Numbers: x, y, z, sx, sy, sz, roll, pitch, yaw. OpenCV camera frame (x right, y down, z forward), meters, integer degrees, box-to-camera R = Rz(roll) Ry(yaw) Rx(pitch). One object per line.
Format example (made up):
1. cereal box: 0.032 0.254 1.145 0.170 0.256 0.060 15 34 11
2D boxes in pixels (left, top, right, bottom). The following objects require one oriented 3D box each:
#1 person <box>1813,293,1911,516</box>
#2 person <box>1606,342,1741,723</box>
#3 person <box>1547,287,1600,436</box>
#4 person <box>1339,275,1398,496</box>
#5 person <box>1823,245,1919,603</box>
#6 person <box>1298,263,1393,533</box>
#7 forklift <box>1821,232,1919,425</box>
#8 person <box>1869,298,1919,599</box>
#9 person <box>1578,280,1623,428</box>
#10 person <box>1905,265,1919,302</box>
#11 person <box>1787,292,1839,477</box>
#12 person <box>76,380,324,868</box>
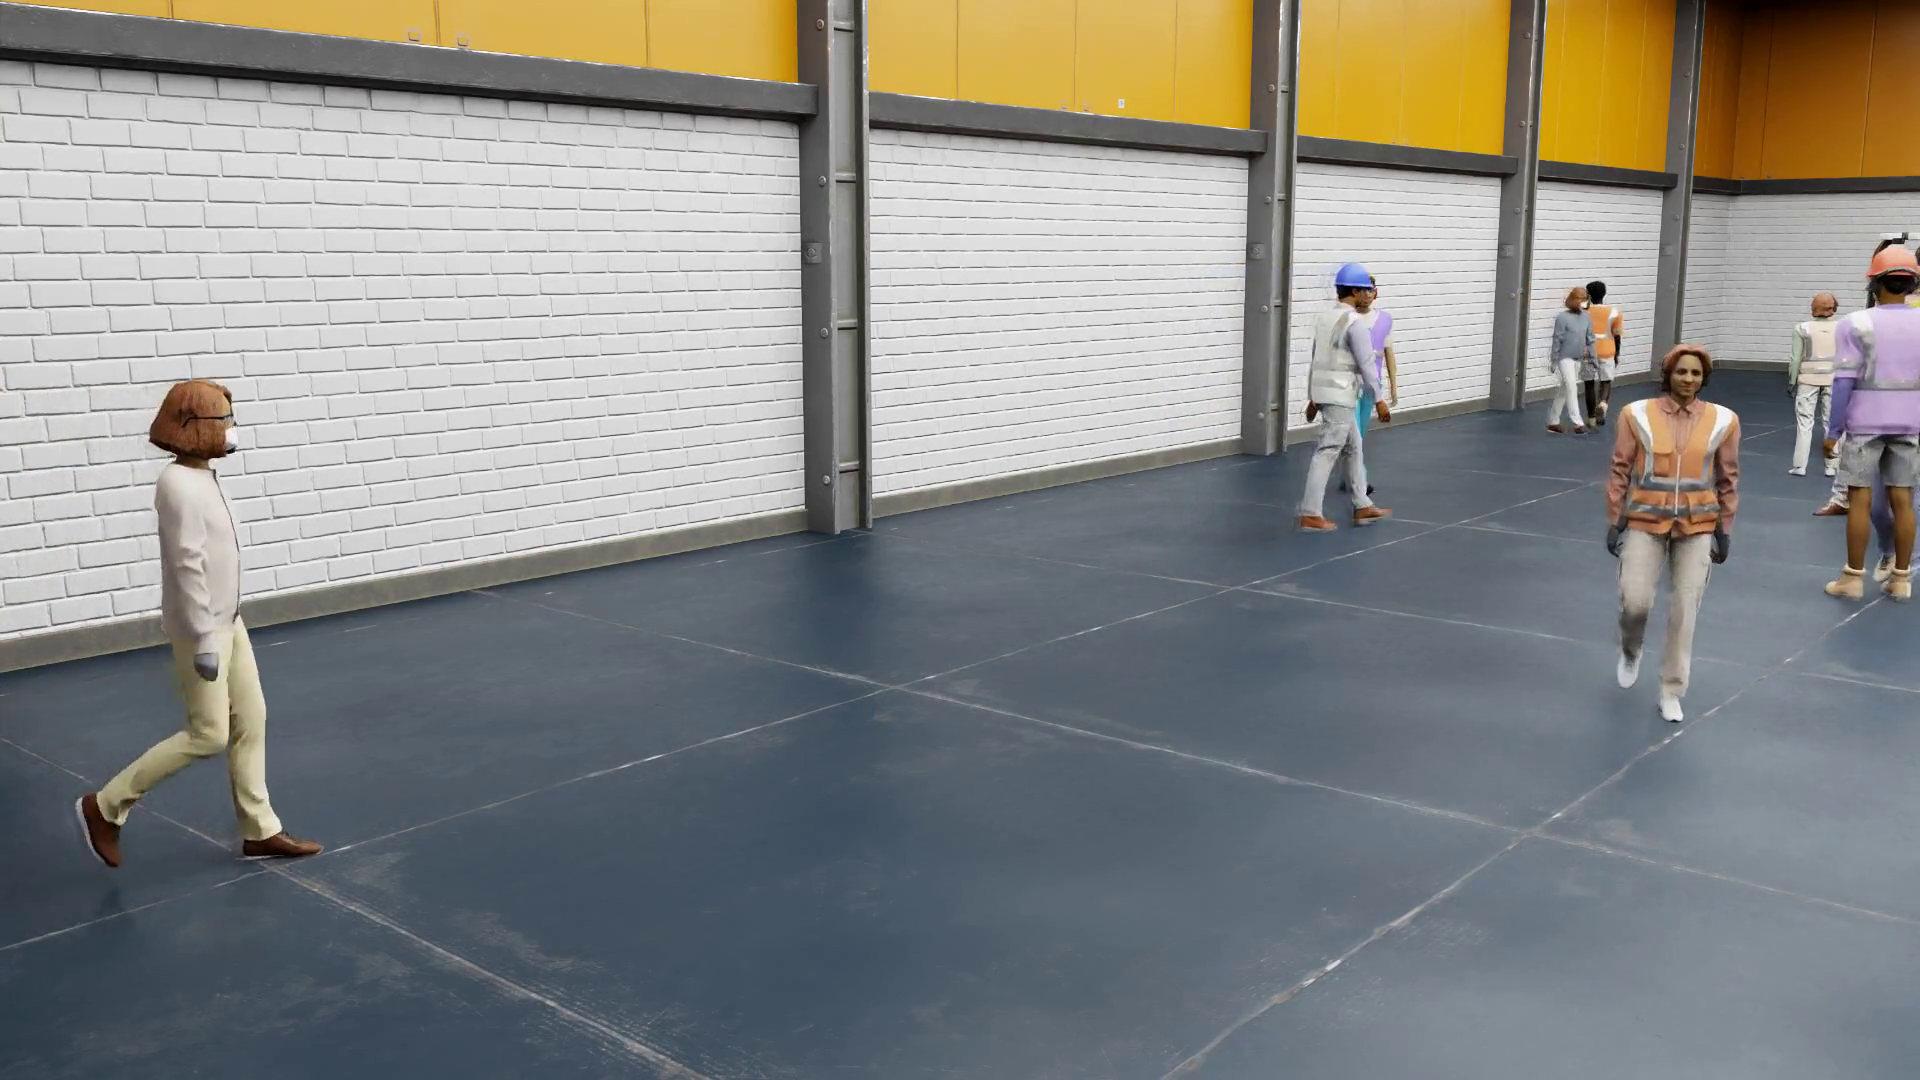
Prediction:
1. person: 6.970 -1.091 12.484 0.800 1.885 0.647 -3 11 -19
2. person: 3.080 -0.046 7.220 0.530 1.626 0.436 3 10 15
3. person: 6.682 -1.920 17.974 0.516 1.594 0.798 -5 11 -28
4. person: 3.275 -1.229 13.462 0.594 1.800 0.907 -2 10 -11
5. person: 5.278 -0.657 9.541 0.615 2.041 0.391 1 10 4
6. person: 2.826 -1.005 11.886 0.901 1.908 0.620 -2 10 -9
7. forklift: 9.955 -1.972 16.595 2.313 2.155 1.214 1 10 8
8. person: 5.500 -0.533 9.631 0.538 1.749 0.402 8 13 39
9. person: 7.121 -2.065 18.614 0.531 1.672 0.634 3 11 19
10. person: 8.625 -1.526 14.975 0.665 1.876 0.748 1 10 4
11. person: 7.611 -1.368 14.744 0.514 1.636 0.315 3 10 14
12. person: -2.483 0.288 5.362 0.646 1.615 0.507 -2 10 -10
